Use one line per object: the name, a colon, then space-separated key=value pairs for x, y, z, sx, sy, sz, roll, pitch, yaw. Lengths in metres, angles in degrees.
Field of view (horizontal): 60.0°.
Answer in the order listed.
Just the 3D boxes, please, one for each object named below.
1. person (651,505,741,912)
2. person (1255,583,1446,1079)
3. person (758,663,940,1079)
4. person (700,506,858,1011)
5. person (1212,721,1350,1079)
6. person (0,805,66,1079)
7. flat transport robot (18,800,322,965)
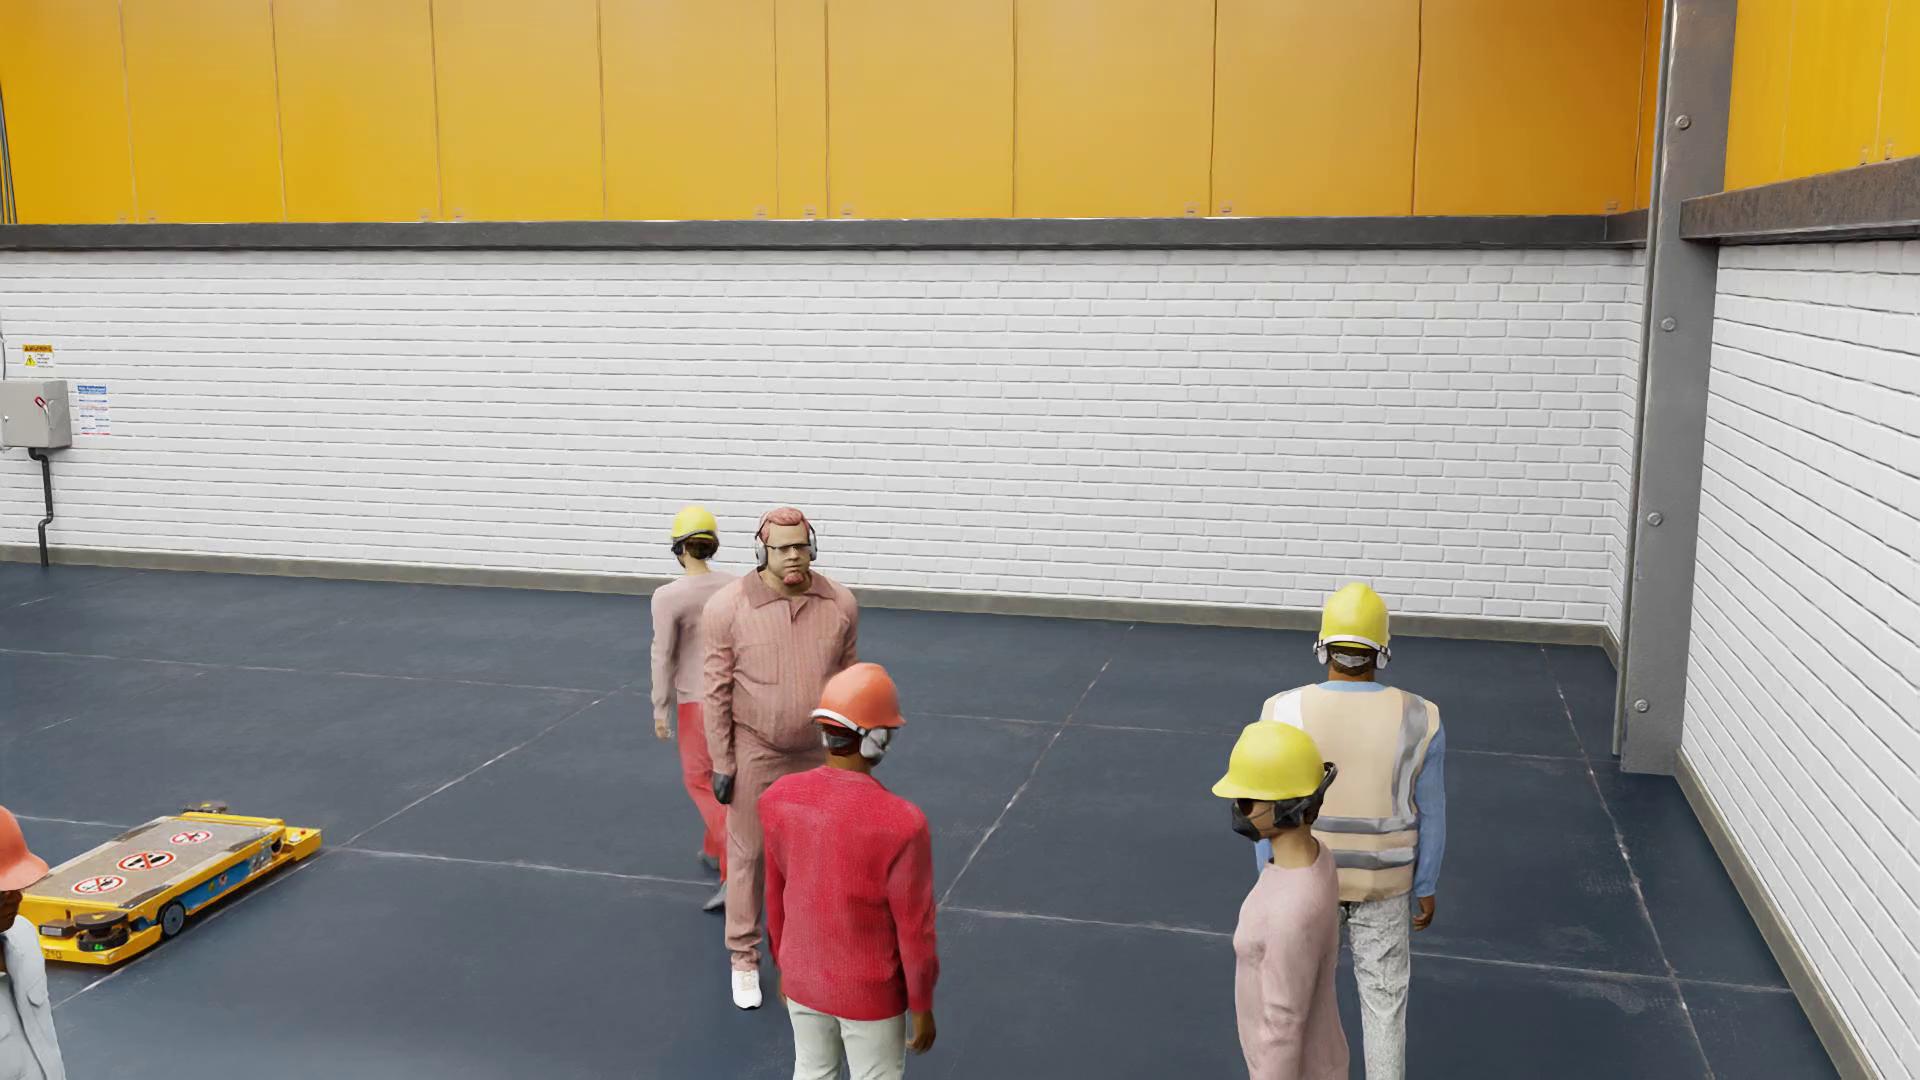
person: x=-1.093 y=0.725 z=7.449 sx=0.687 sy=1.729 sz=0.591 roll=8 pitch=13 yaw=40
person: x=1.222 y=1.041 z=5.254 sx=0.586 sy=1.833 sz=0.403 roll=2 pitch=10 yaw=10
person: x=-0.285 y=1.198 z=4.606 sx=0.571 sy=1.739 sz=0.355 roll=7 pitch=12 yaw=35
person: x=-0.657 y=0.817 z=6.356 sx=0.639 sy=1.911 sz=0.402 roll=-5 pitch=11 yaw=-25
person: x=0.762 y=1.292 z=4.002 sx=0.339 sy=1.762 sz=0.528 roll=3 pitch=10 yaw=15
person: x=-2.028 y=1.378 z=3.502 sx=0.336 sy=1.749 sz=0.575 roll=-1 pitch=10 yaw=-3
flat transport robot: x=-3.519 y=1.471 z=7.310 sx=0.652 sy=0.197 sz=1.431 roll=2 pitch=10 yaw=13
